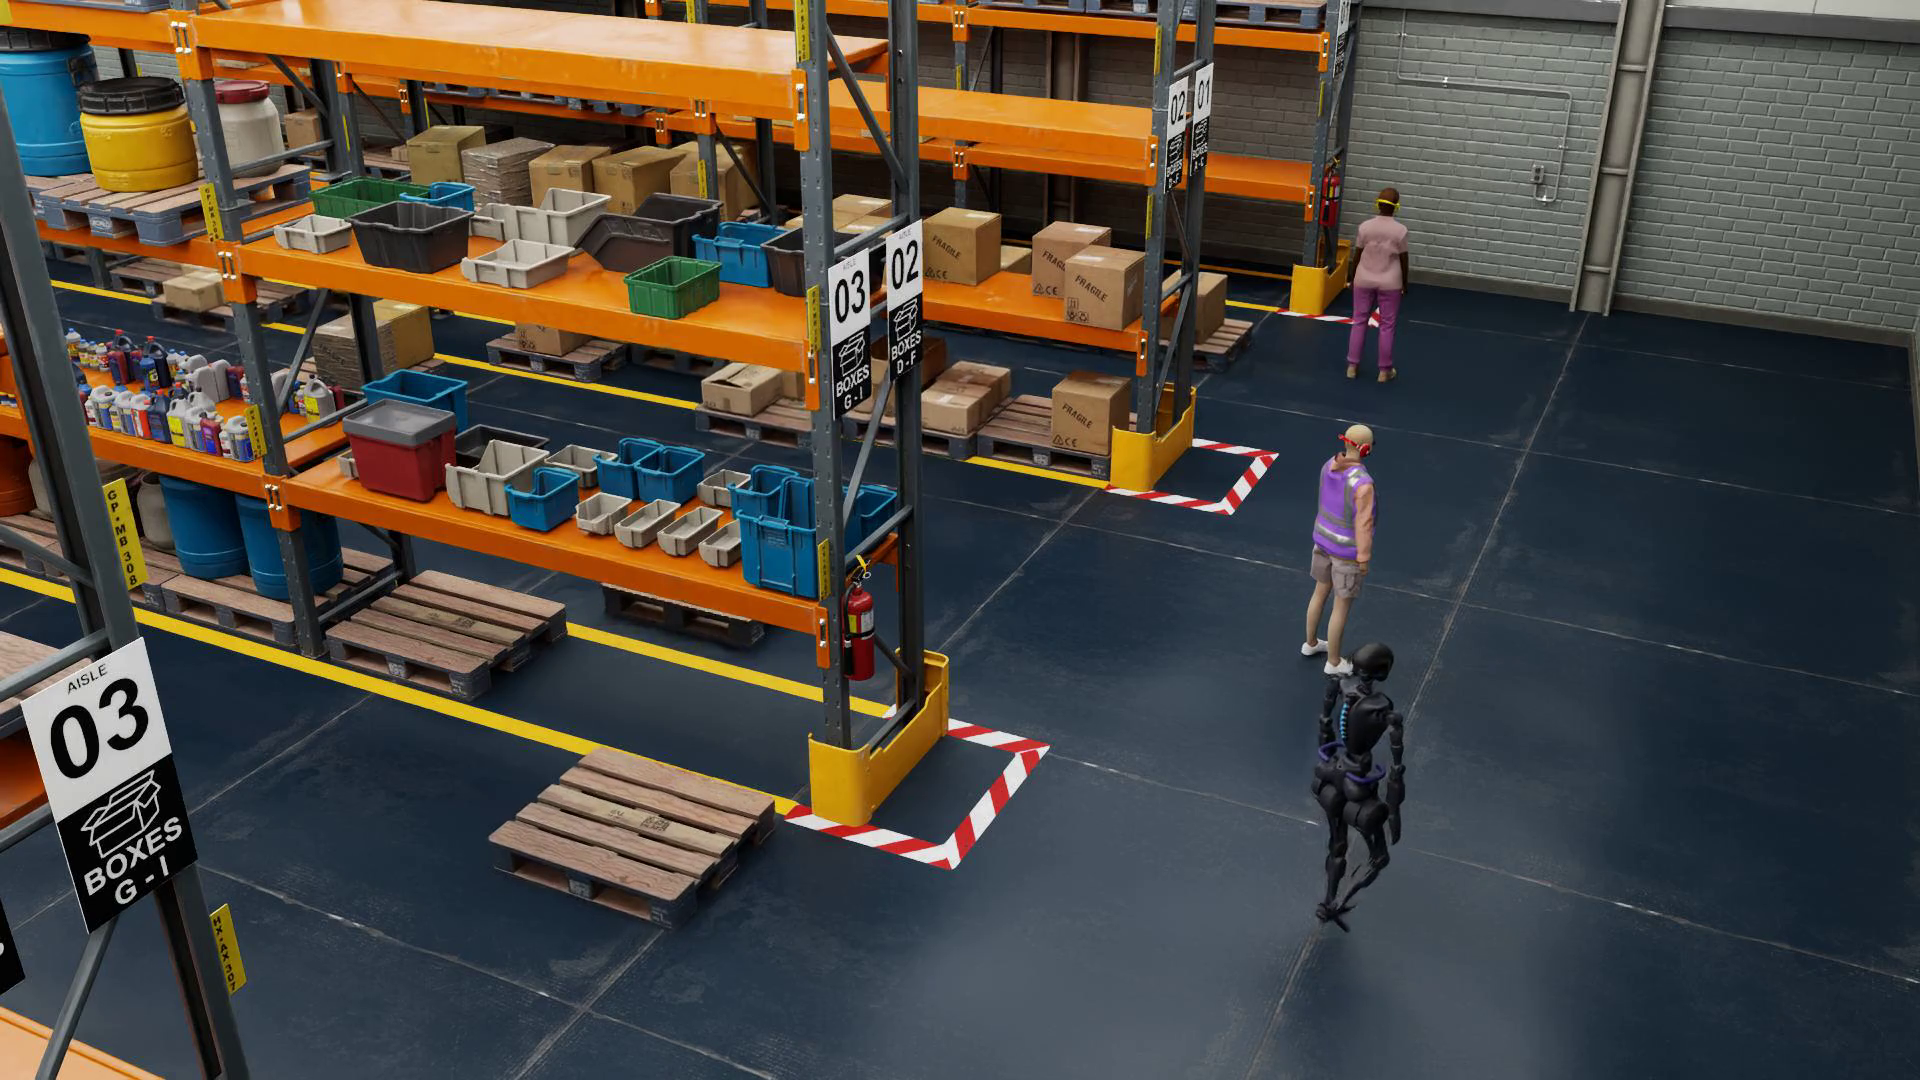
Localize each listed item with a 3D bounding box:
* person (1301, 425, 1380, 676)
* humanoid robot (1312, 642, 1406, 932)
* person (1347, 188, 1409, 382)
[{"bbox_3d":[2.427,0.059,10.587,0.347,1.688,0.491,-11,28,-21],"label":"person"},{"bbox_3d":[1.945,1.213,8.260,0.375,1.651,0.587,-16,31,-30],"label":"humanoid robot"},{"bbox_3d":[3.862,-2.354,15.343,0.537,1.800,0.330,12,29,23],"label":"person"}]
